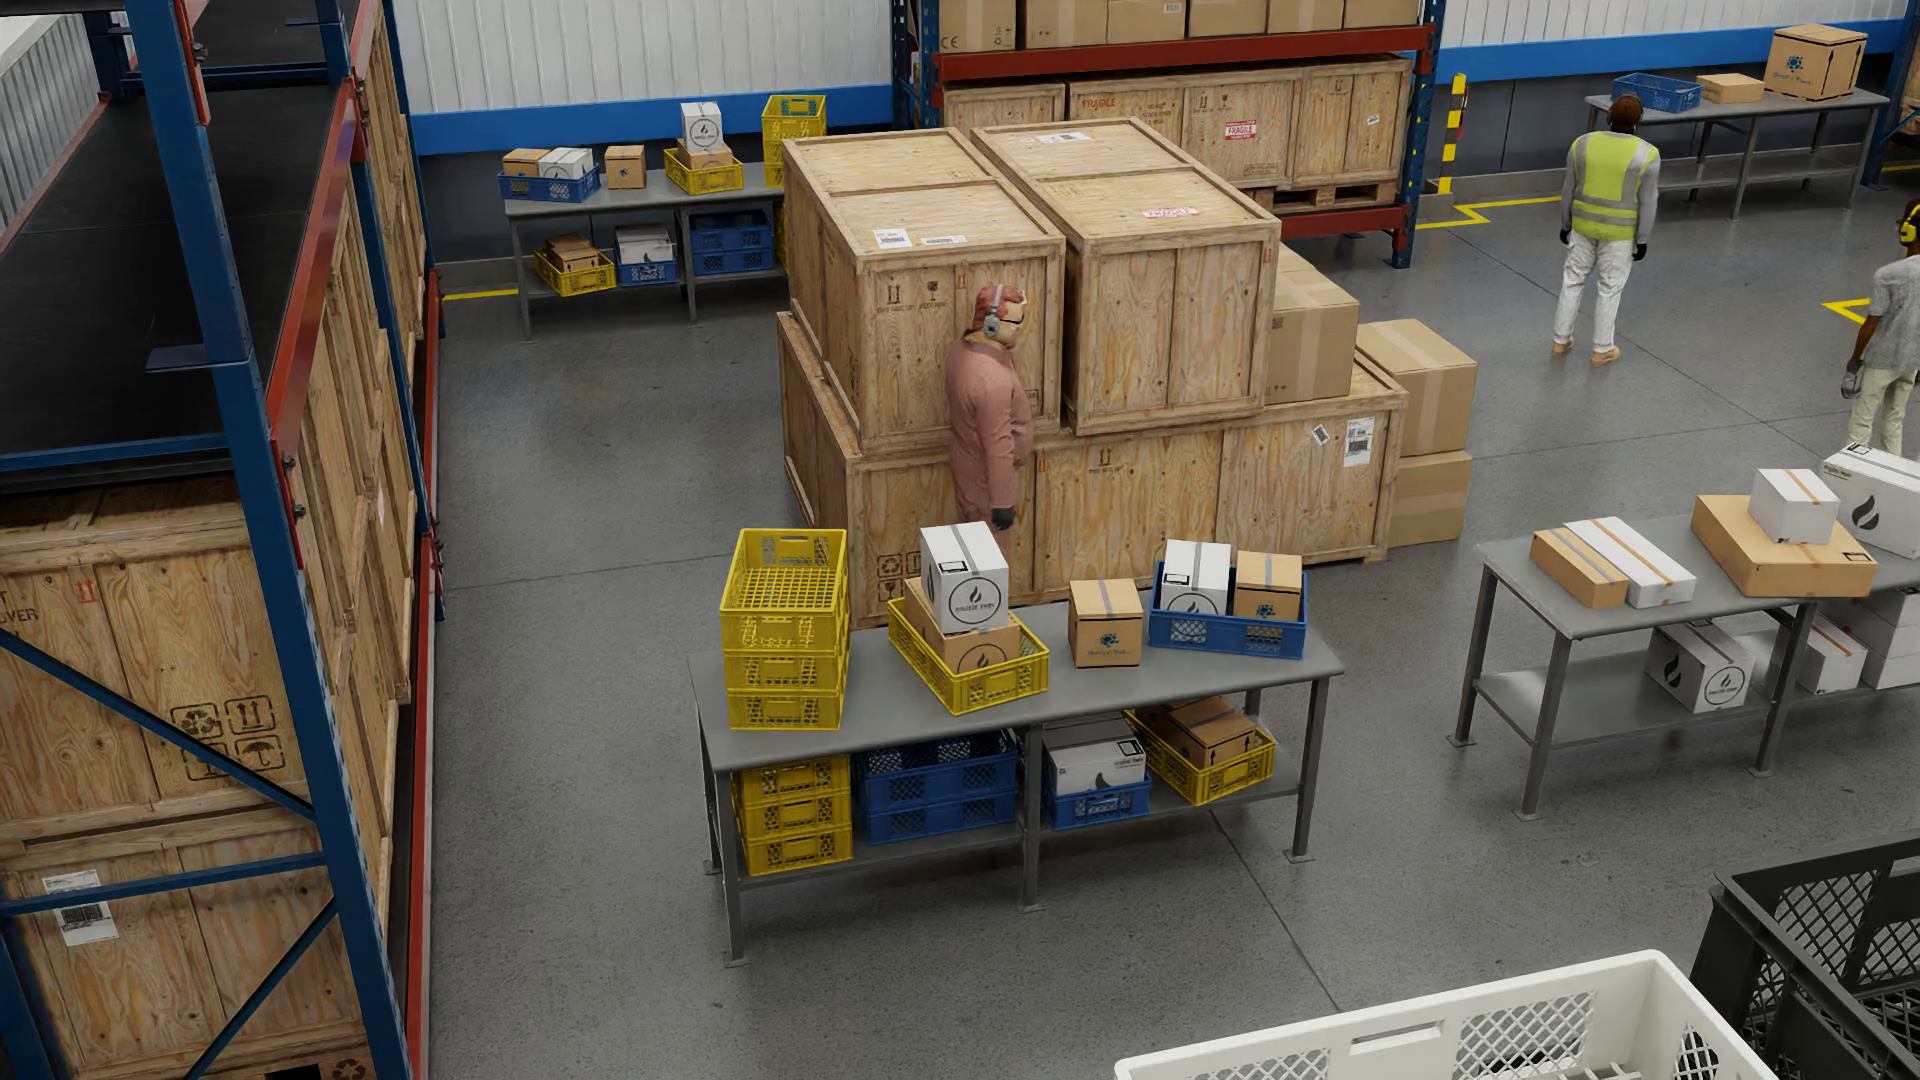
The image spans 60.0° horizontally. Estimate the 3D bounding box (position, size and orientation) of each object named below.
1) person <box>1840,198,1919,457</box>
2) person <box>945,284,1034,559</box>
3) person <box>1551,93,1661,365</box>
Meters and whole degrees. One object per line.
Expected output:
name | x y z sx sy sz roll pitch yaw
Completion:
person | 5.145 -0.971 9.223 0.501 1.861 0.325 -5 29 -9
person | 0.152 -0.315 7.985 0.400 1.902 0.643 -7 30 -12
person | 4.379 -2.103 11.289 0.633 1.842 0.429 22 36 34
